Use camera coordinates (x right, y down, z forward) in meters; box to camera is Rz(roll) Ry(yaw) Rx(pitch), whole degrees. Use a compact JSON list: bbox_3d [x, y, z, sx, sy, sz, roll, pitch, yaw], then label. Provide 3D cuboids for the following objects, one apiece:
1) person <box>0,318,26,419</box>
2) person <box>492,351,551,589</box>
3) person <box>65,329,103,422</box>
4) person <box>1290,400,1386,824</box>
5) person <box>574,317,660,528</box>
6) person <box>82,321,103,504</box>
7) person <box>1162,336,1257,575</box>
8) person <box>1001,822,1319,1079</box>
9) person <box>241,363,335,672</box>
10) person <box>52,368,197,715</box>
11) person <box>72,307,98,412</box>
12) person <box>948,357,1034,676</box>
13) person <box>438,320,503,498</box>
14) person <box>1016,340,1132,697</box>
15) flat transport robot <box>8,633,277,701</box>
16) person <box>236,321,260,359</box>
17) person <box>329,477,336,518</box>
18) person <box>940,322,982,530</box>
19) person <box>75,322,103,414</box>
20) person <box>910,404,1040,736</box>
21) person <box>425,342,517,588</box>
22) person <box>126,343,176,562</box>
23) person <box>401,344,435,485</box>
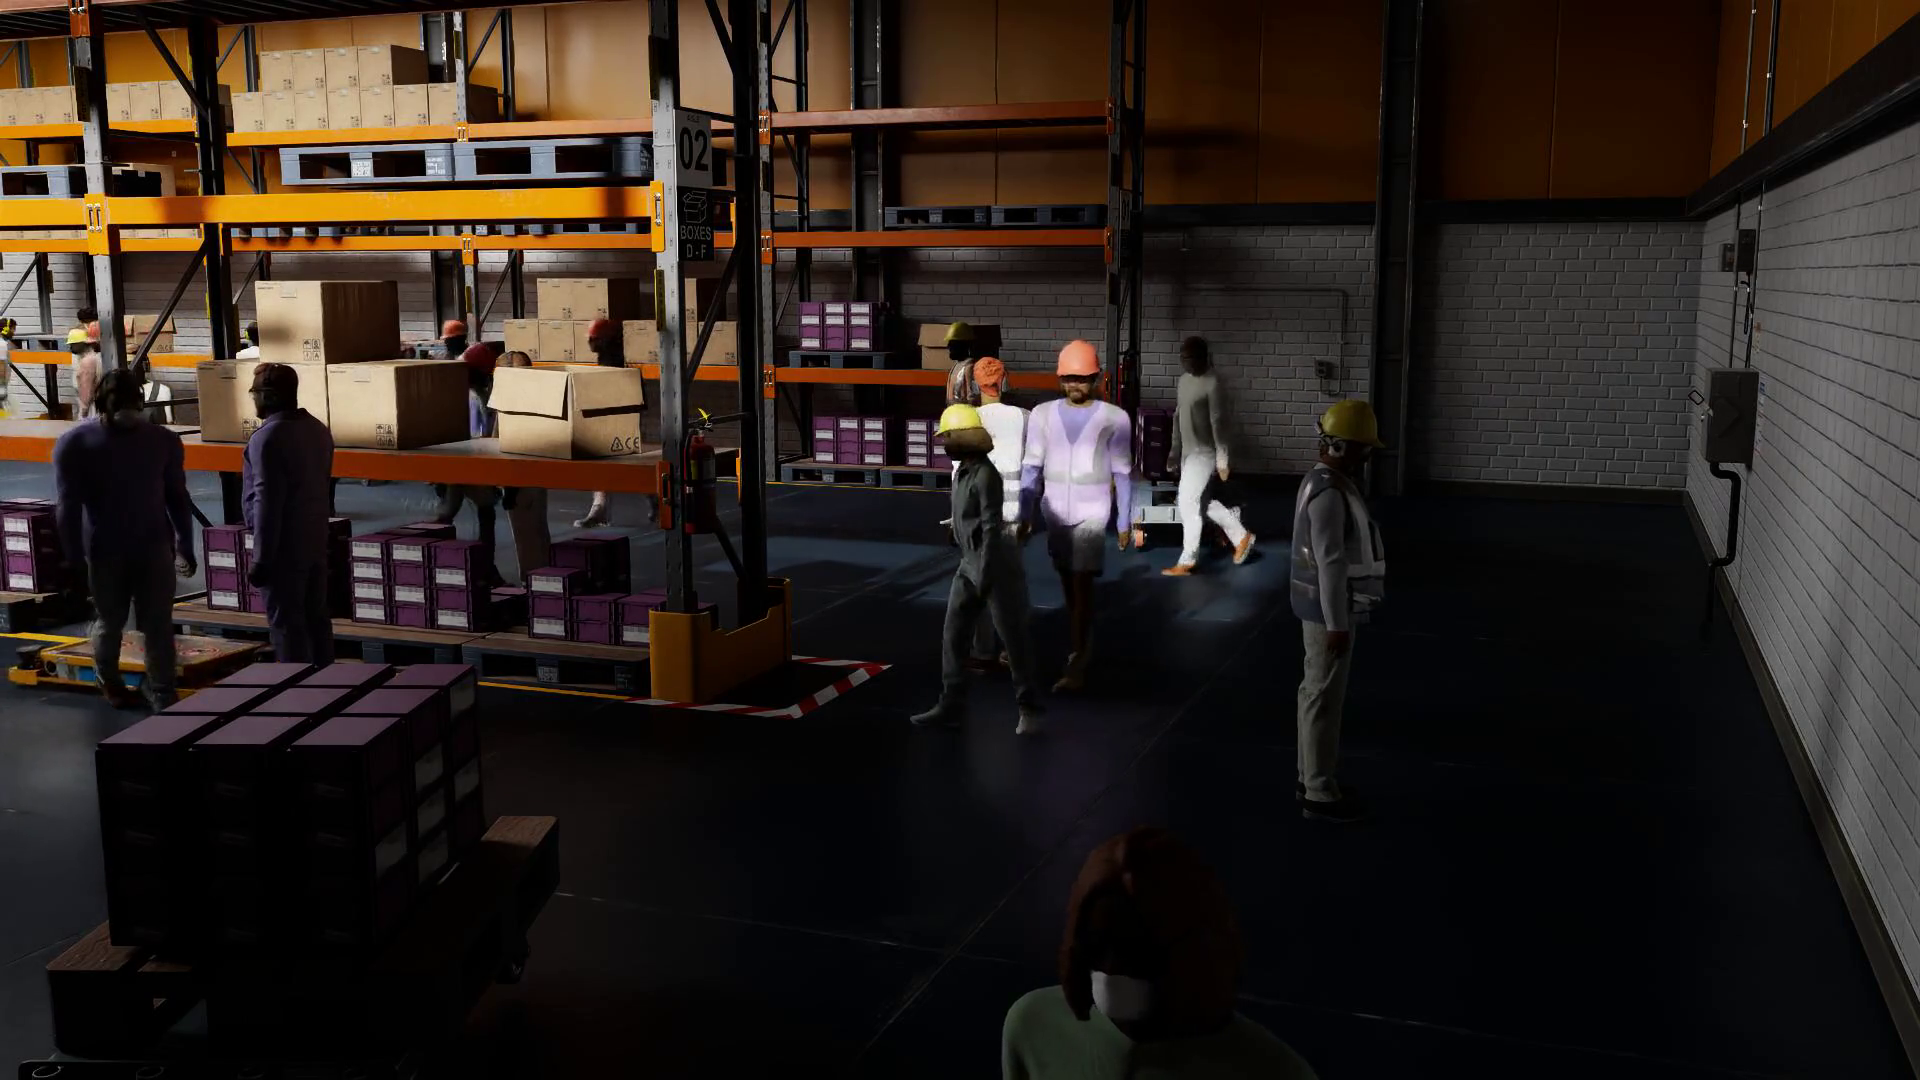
[{"bbox_3d":[-12.557,-2.018,21.905,0.593,1.793,1.001,7,11,37],"label":"person"},{"bbox_3d":[-3.045,-0.393,11.562,0.429,1.841,0.621,0,9,3],"label":"person"},{"bbox_3d":[-9.987,-1.560,19.178,0.634,1.745,0.529,-6,11,-35],"label":"person"},{"bbox_3d":[1.638,0.303,7.242,0.403,1.822,0.588,1,9,8],"label":"person"},{"bbox_3d":[-3.182,-1.083,15.485,0.783,1.973,0.619,-3,10,-19],"label":"person"},{"bbox_3d":[-8.728,-1.293,17.063,0.917,1.881,0.593,-8,12,-40],"label":"person"},{"bbox_3d":[2.004,-0.676,13.222,0.849,1.899,0.627,-3,9,-16],"label":"person"},{"bbox_3d":[0.260,1.182,2.336,0.502,1.627,0.273,6,11,32],"label":"person"},{"bbox_3d":[-3.516,0.033,8.675,0.409,1.905,0.651,1,9,7],"label":"person"},{"bbox_3d":[-4.359,0.043,8.687,0.669,1.905,0.931,-7,11,-38],"label":"person"},{"bbox_3d":[-10.725,-1.880,20.503,0.369,1.963,0.609,-7,12,-39],"label":"person"},{"bbox_3d":[0.192,-0.138,9.824,0.575,1.882,0.361,-5,10,-29],"label":"person"},{"bbox_3d":[-5.139,-1.353,17.479,0.640,1.891,0.600,-4,10,-26],"label":"person"},{"bbox_3d":[0.684,-0.165,9.668,0.627,1.998,1.037,3,10,20],"label":"person"},{"bbox_3d":[-4.657,0.707,9.557,1.431,0.197,0.652,3,10,20],"label":"flat transport robot"},{"bbox_3d":[-7.599,-1.451,18.115,0.531,1.867,0.316,1,9,9],"label":"person"},{"bbox_3d":[-6.302,-1.224,16.144,0.537,2.000,0.683,-3,9,-17],"label":"person"},{"bbox_3d":[0.018,-1.054,15.430,0.367,1.927,0.590,-3,9,-15],"label":"person"},{"bbox_3d":[-9.970,-1.614,19.308,0.435,1.819,0.654,-7,12,-39],"label":"person"},{"bbox_3d":[0.114,0.155,8.547,0.627,1.700,0.509,-4,10,-23],"label":"person"},{"bbox_3d":[-3.795,-0.544,12.419,0.958,1.883,0.571,4,10,23],"label":"person"},{"bbox_3d":[-6.217,-0.567,12.632,0.513,1.845,0.335,-2,9,-12],"label":"person"},{"bbox_3d":[-6.217,-1.427,18.849,0.878,1.584,0.597,8,12,41],"label":"person"}]
